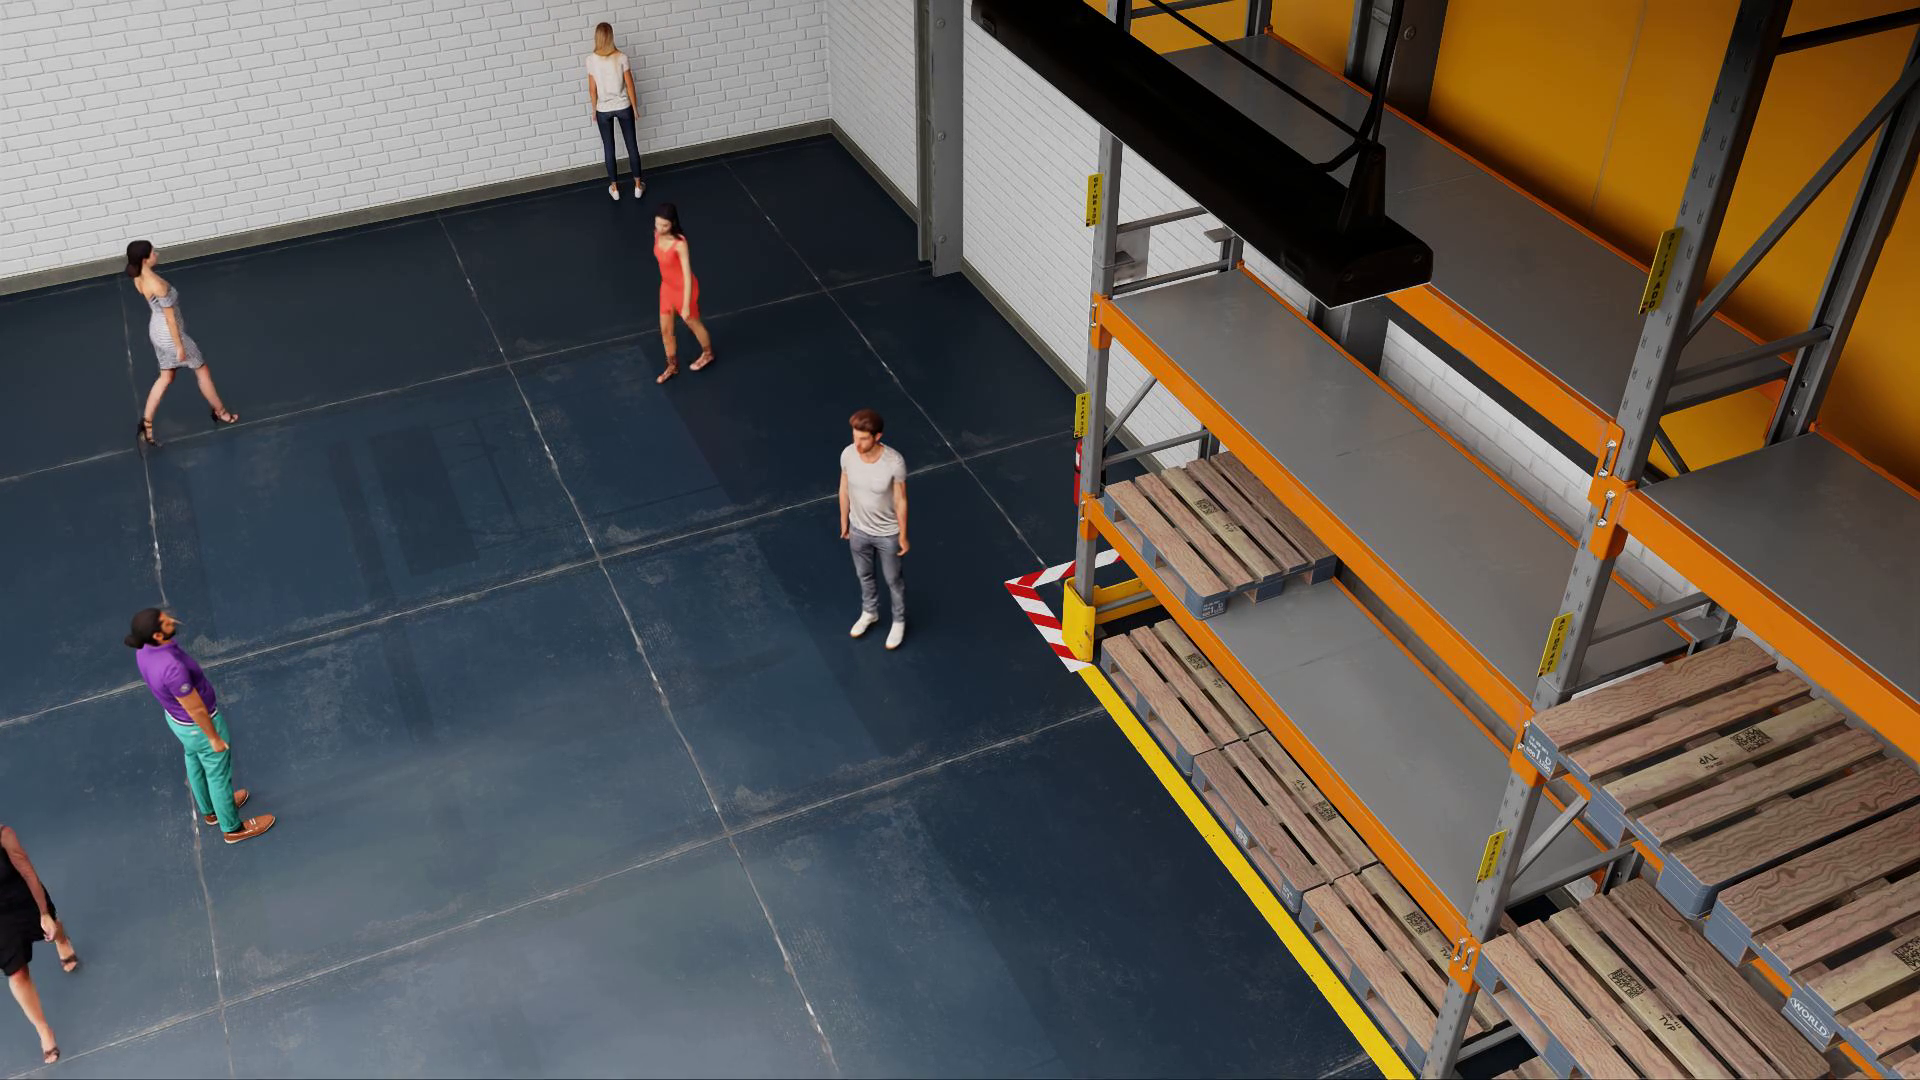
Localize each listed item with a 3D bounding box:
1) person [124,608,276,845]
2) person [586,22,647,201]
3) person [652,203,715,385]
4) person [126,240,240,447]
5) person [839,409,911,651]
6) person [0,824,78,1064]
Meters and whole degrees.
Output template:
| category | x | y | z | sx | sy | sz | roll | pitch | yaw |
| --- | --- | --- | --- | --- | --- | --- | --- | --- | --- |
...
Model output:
| category | x | y | z | sx | sy | sz | roll | pitch | yaw |
| --- | --- | --- | --- | --- | --- | --- | --- | --- | --- |
| person | -4.564 | 1.088 | 9.887 | 0.654 | 1.767 | 0.771 | 29 | 47 | 31 |
| person | -3.440 | -4.267 | 16.558 | 0.652 | 1.808 | 0.578 | -7 | 39 | -8 |
| person | -2.307 | -2.120 | 13.976 | 0.915 | 1.677 | 0.895 | 31 | 48 | 33 |
| person | -6.326 | -1.527 | 13.144 | 1.086 | 1.788 | 0.945 | 29 | 47 | 31 |
| person | -0.562 | -0.101 | 11.277 | 0.736 | 1.889 | 0.804 | 15 | 41 | 17 |
| person | -5.064 | 1.913 | 8.912 | 0.589 | 1.693 | 1.068 | -16 | 41 | -19 |
